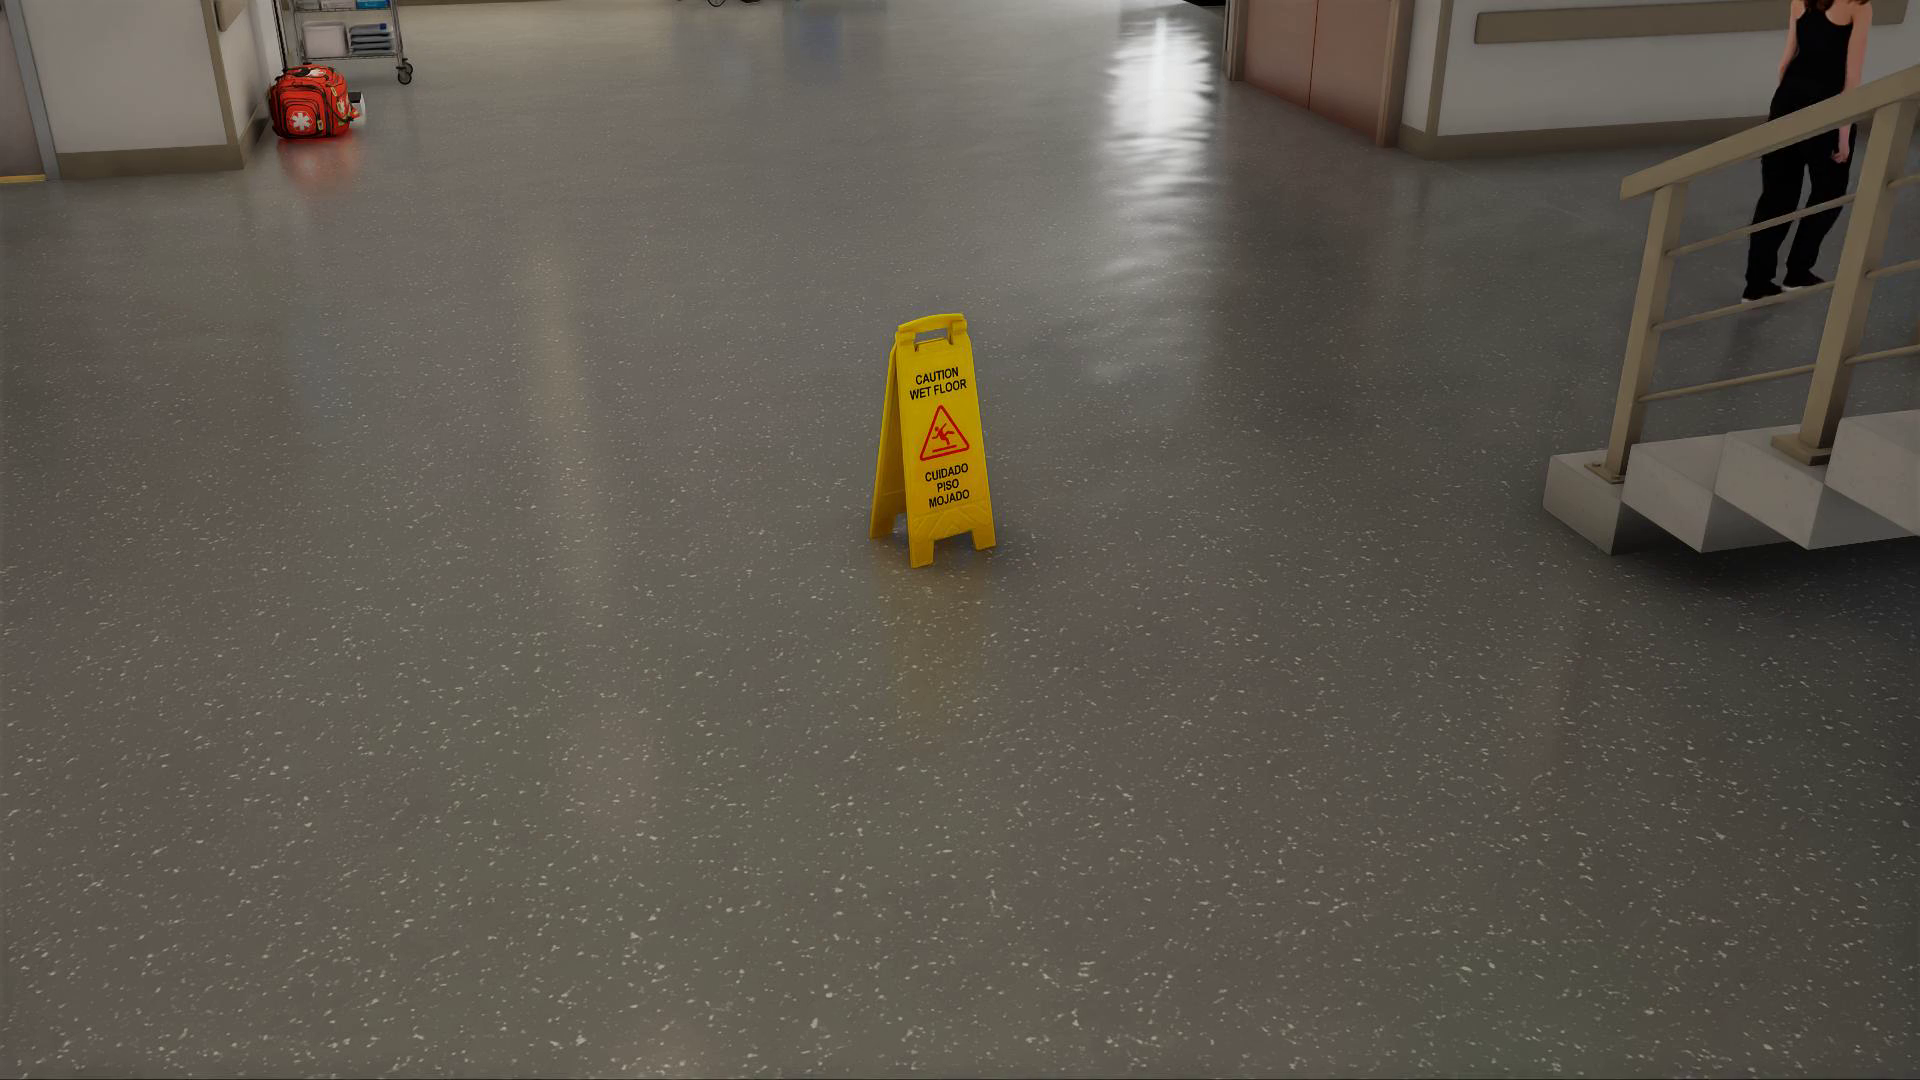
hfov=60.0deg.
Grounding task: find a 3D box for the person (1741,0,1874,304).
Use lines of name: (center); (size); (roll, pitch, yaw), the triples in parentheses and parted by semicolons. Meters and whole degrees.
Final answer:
person: (3.784, -1.903, 7.538); (0.790, 1.735, 0.738); (-16, 30, -30)
